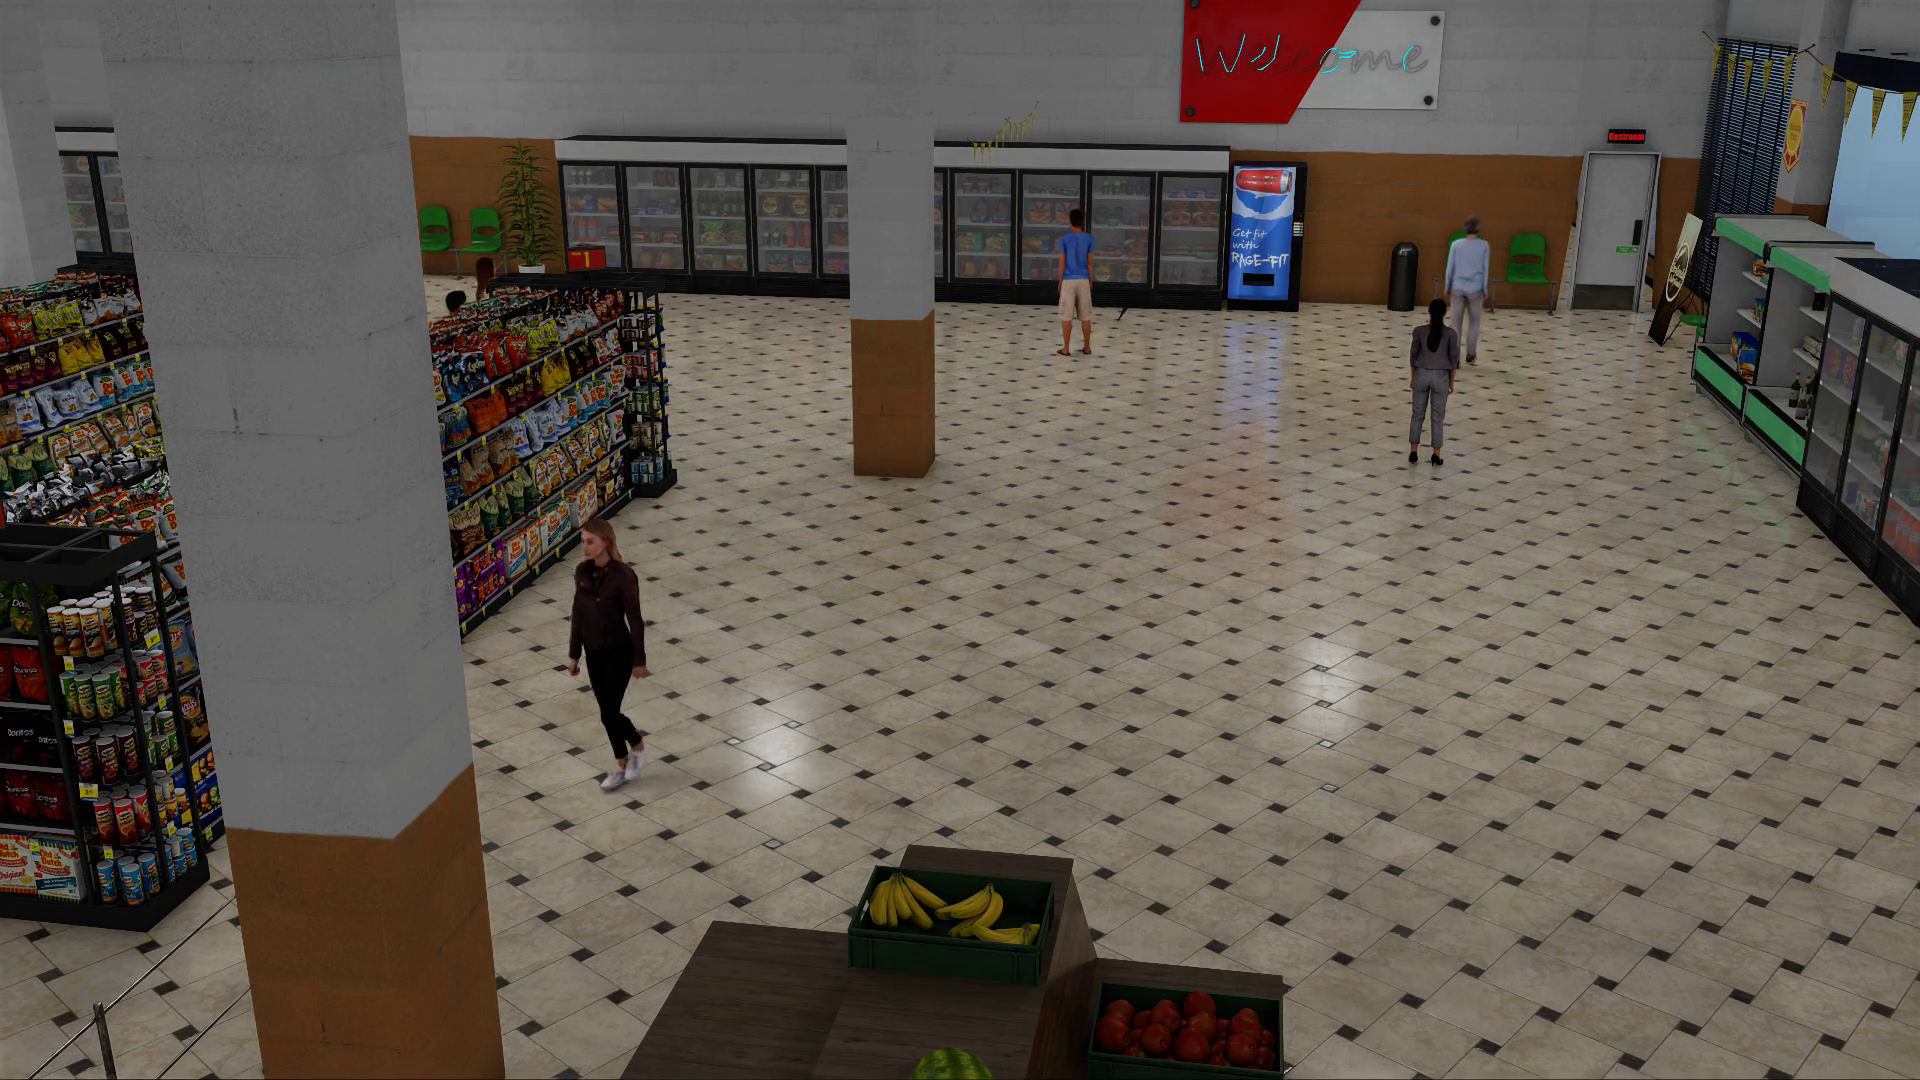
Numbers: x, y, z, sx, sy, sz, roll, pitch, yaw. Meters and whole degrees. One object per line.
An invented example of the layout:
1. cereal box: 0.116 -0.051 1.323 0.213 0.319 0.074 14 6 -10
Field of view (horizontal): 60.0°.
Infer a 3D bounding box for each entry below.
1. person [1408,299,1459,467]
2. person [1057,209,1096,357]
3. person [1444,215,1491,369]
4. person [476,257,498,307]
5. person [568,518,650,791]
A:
1. person: 4.678 -1.565 16.512 0.687 1.678 0.685 9 21 25
2. person: 1.491 -3.323 21.436 0.723 1.862 0.684 -4 19 -11
3. person: 6.288 -3.067 20.653 0.762 1.877 0.930 6 19 16
4. person: -5.299 -2.267 18.557 0.991 1.700 1.088 -7 20 -20
5. person: -2.028 0.662 9.884 0.714 1.692 0.737 11 22 30
